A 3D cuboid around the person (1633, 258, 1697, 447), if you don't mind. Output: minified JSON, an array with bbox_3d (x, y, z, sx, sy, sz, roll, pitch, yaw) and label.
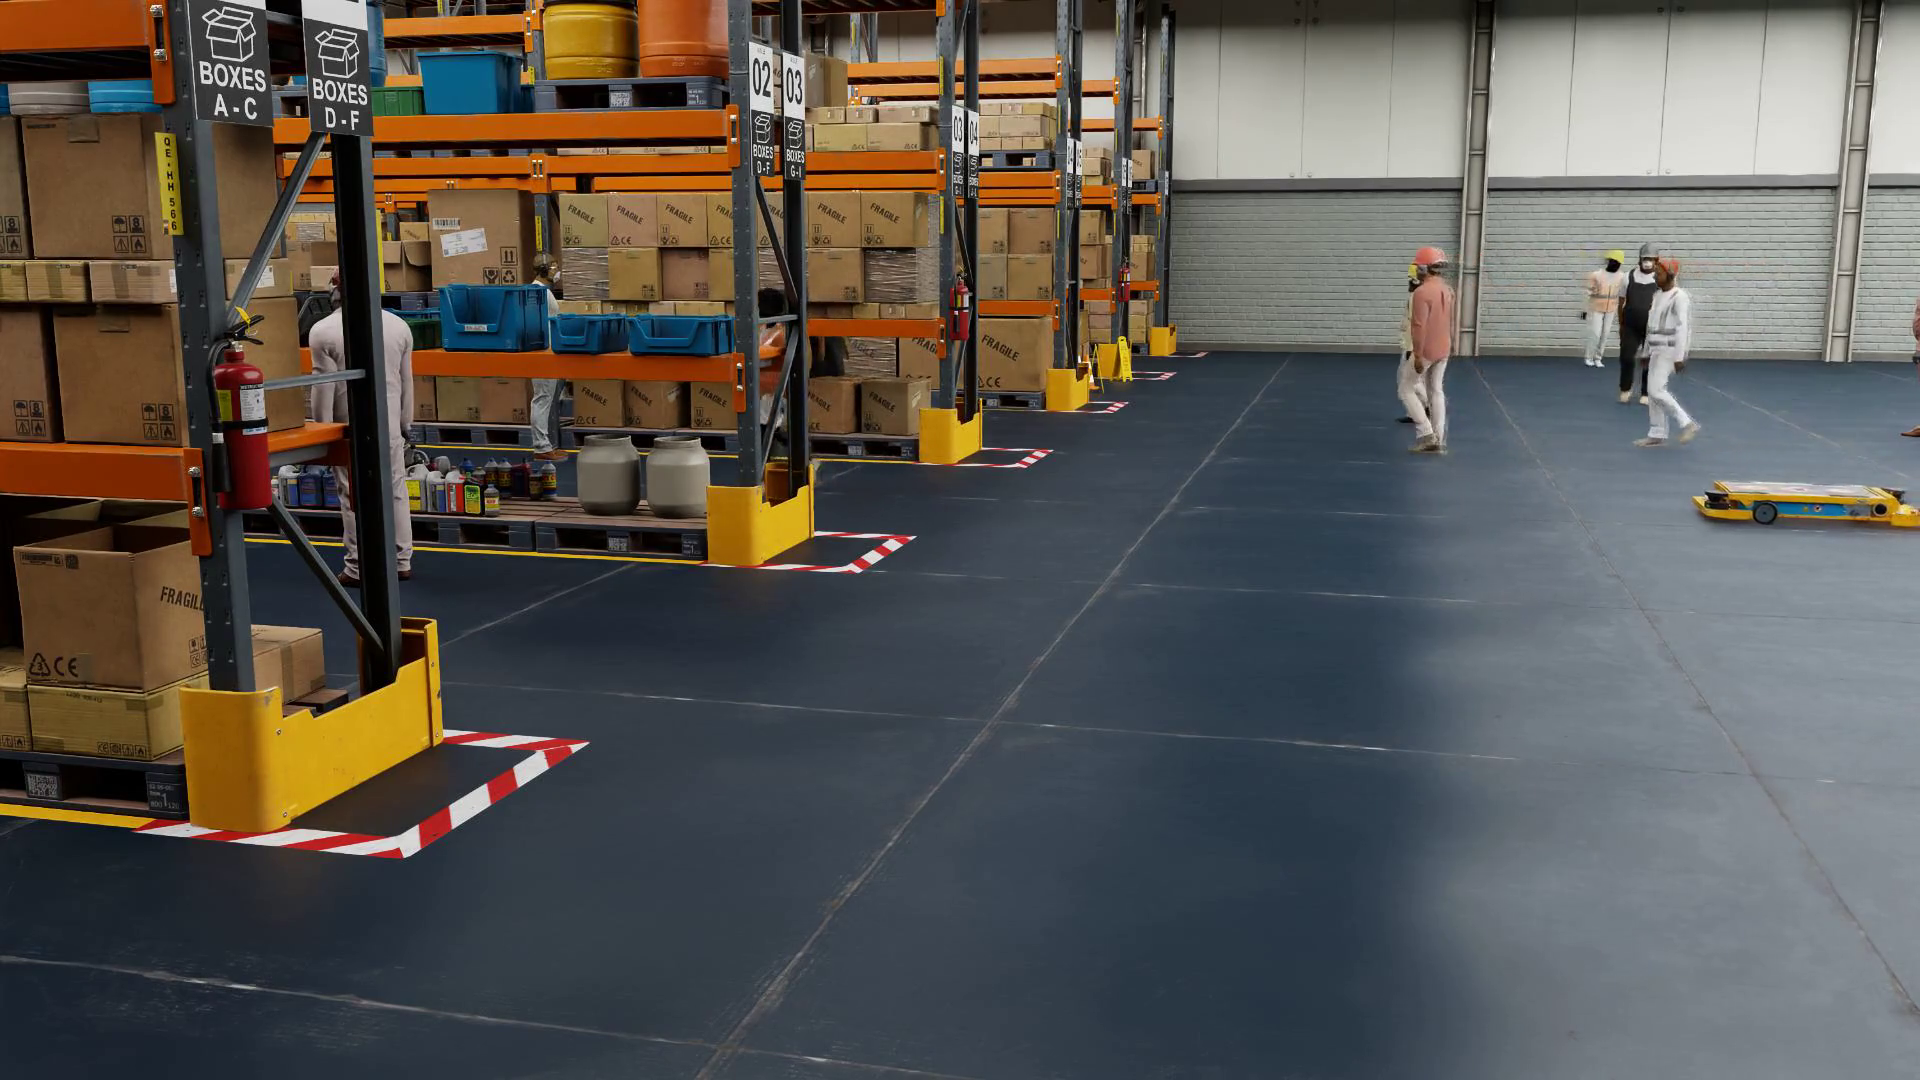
[{"bbox_3d":[6.949,-1.832,16.364,0.461,1.867,0.581,0,10,2],"label":"person"}]

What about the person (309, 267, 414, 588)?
[{"bbox_3d":[-3.538,-0.668,9.828,0.407,1.902,0.639,9,14,41],"label":"person"}]

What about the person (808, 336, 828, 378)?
[{"bbox_3d":[-1.547,-2.336,18.837,0.393,1.985,0.611,1,10,4],"label":"person"}]

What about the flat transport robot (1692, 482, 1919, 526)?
[{"bbox_3d":[6.190,-0.278,12.183,1.431,0.197,0.652,3,11,15],"label":"flat transport robot"}]

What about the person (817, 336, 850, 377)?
[{"bbox_3d":[-1.444,-2.086,17.963,0.727,1.809,0.530,2,11,13],"label":"person"}]

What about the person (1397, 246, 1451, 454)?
[{"bbox_3d":[4.449,-1.791,15.842,0.618,1.980,0.459,-9,14,-41],"label":"person"}]

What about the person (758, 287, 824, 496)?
[{"bbox_3d":[-1.449,-1.192,13.336,0.760,1.675,0.530,-4,11,-22],"label":"person"}]

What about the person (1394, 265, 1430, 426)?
[{"bbox_3d":[5.039,-2.139,18.206,0.470,1.812,0.609,7,12,34],"label":"person"}]

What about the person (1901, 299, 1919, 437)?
[{"bbox_3d":[10.110,-2.018,17.287,0.636,1.911,0.406,-7,13,-35],"label":"person"}]

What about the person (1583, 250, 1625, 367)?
[{"bbox_3d":[10.339,-3.694,26.639,0.602,1.880,0.582,0,10,-2],"label":"person"}]

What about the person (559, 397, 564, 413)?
[{"bbox_3d":[-4.957,-2.192,19.064,0.743,1.610,0.514,4,11,21],"label":"person"}]

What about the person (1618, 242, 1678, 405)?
[{"bbox_3d":[8.499,-2.689,20.637,0.689,2.000,0.537,6,12,29],"label":"person"}]

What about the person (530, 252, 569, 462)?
[{"bbox_3d":[-3.844,-1.682,15.372,0.364,1.934,0.625,-2,11,-13],"label":"person"}]
